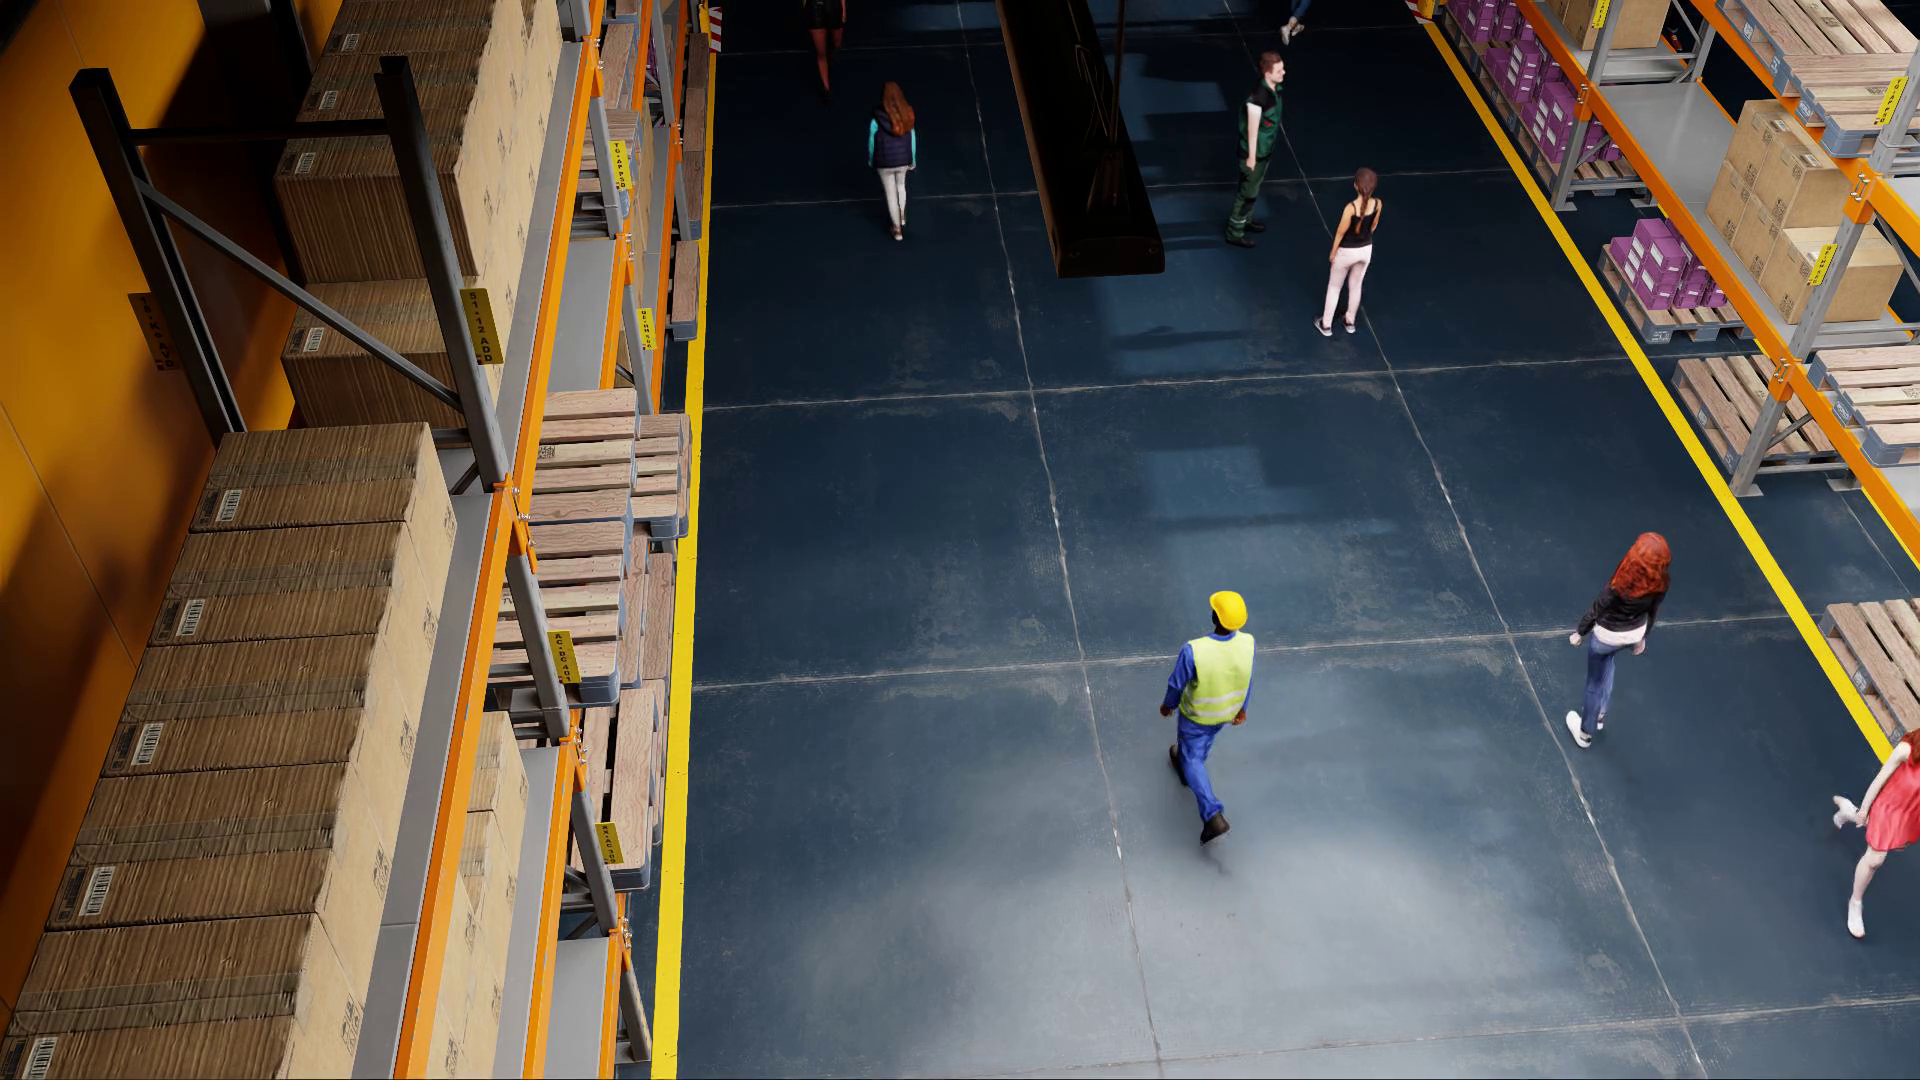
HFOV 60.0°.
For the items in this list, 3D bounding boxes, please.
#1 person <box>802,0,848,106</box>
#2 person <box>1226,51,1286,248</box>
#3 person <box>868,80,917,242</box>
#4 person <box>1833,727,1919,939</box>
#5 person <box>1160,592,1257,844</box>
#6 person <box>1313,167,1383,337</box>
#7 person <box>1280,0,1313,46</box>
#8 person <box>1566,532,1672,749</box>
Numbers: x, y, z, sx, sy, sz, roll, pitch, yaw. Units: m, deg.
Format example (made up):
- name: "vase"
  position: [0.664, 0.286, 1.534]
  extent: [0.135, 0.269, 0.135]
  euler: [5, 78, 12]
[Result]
- name: "person"
  position: [-1.359, -5.288, 16.619]
  extent: [0.653, 1.716, 1.083]
  euler: [-7, 44, -8]
- name: "person"
  position: [2.596, -3.443, 14.593]
  extent: [0.777, 1.838, 0.660]
  euler: [17, 46, 17]
- name: "person"
  position: [-0.575, -3.328, 14.727]
  extent: [0.665, 1.487, 0.736]
  euler: [-17, 46, -17]
- name: "person"
  position: [5.319, 1.475, 9.458]
  extent: [0.698, 1.801, 1.054]
  euler: [-3, 44, -3]
- name: "person"
  position: [1.502, 1.053, 9.907]
  extent: [0.857, 1.792, 1.183]
  euler: [-14, 45, -14]
- name: "person"
  position: [3.248, -2.357, 13.652]
  extent: [0.566, 1.563, 0.589]
  euler: [-11, 45, -12]
- name: "person"
  position: [3.568, -5.930, 17.475]
  extent: [0.871, 1.465, 0.937]
  euler: [29, 51, 27]
- name: "person"
  position: [4.085, 0.692, 10.296]
  extent: [0.605, 1.778, 0.636]
  euler: [-9, 44, -9]
